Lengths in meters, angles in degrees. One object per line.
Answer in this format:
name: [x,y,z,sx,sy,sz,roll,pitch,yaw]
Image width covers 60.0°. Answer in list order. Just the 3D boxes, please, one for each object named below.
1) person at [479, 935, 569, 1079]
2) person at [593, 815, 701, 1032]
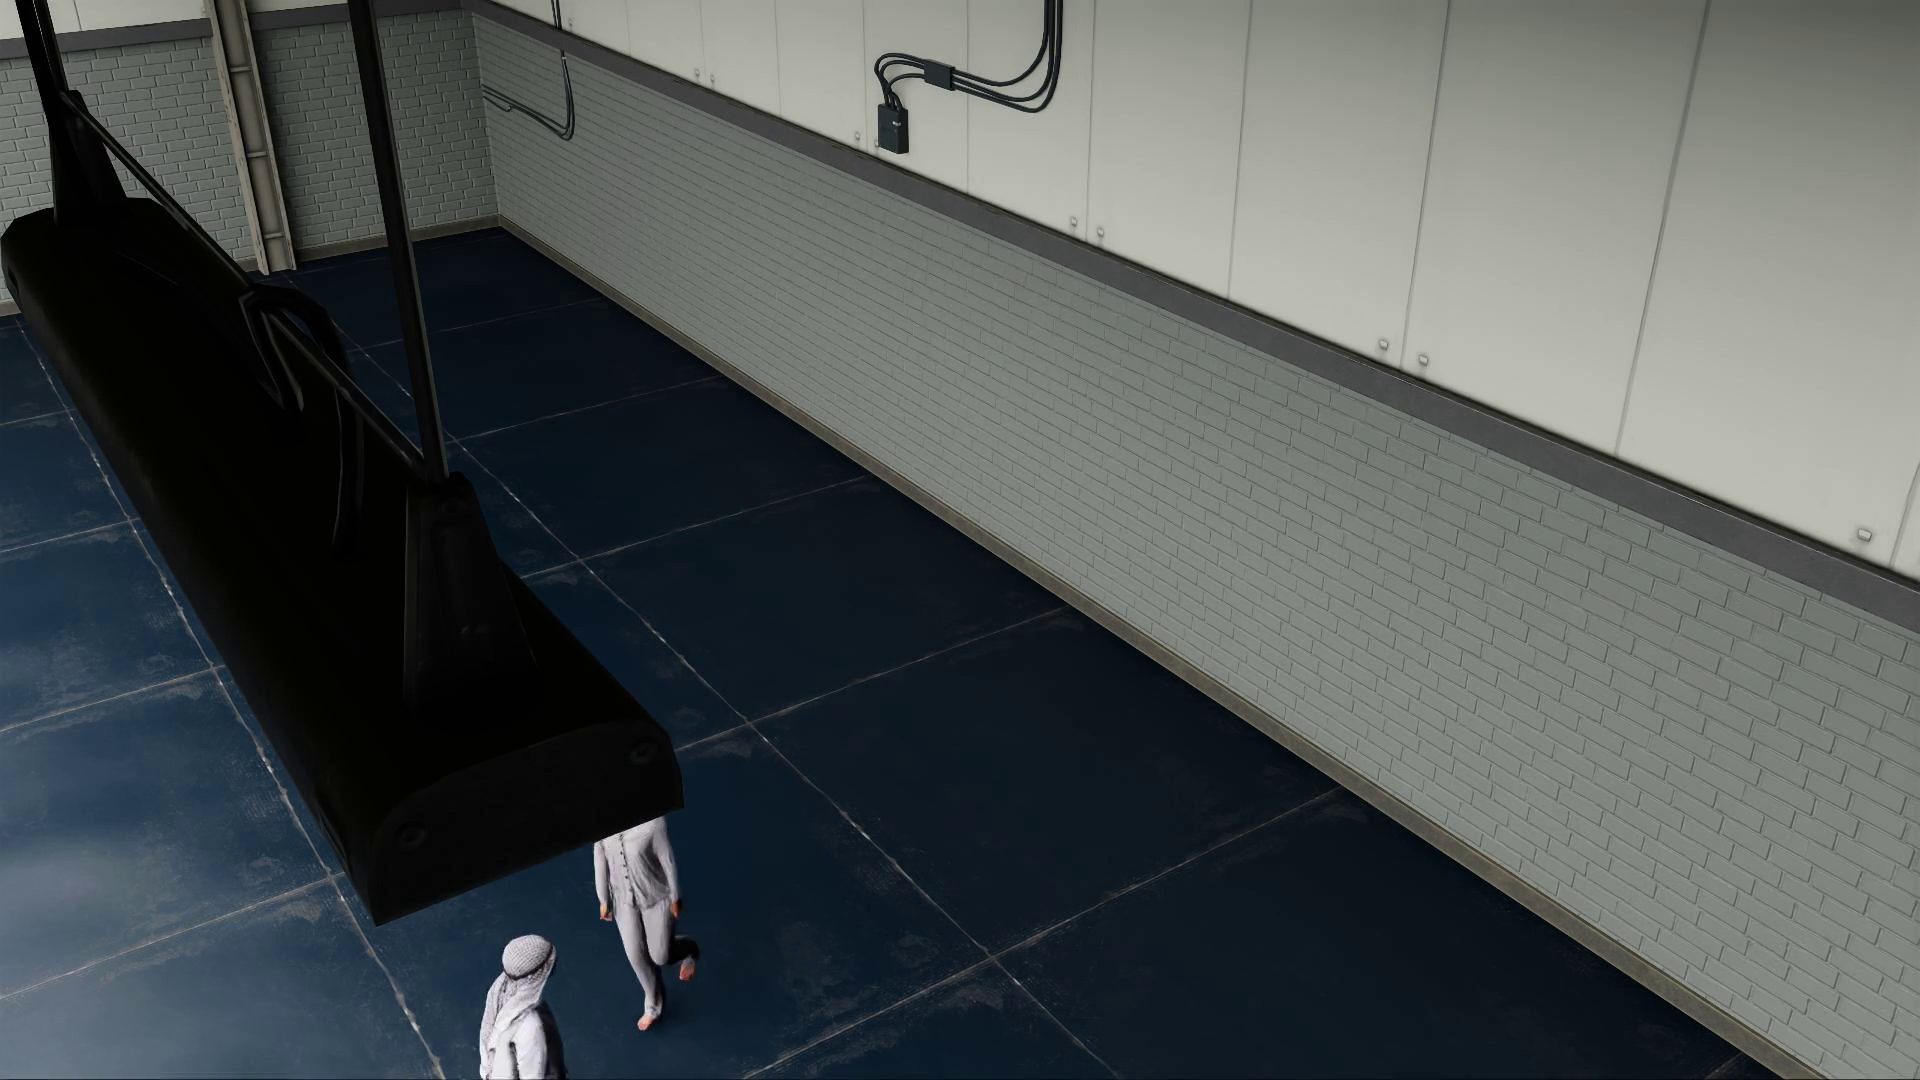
person: [-2.035,2.610,7.605,0.760,1.908,0.733,-18,33,-30]
person: [-1.710,1.876,9.143,0.838,1.759,0.911,5,28,8]
